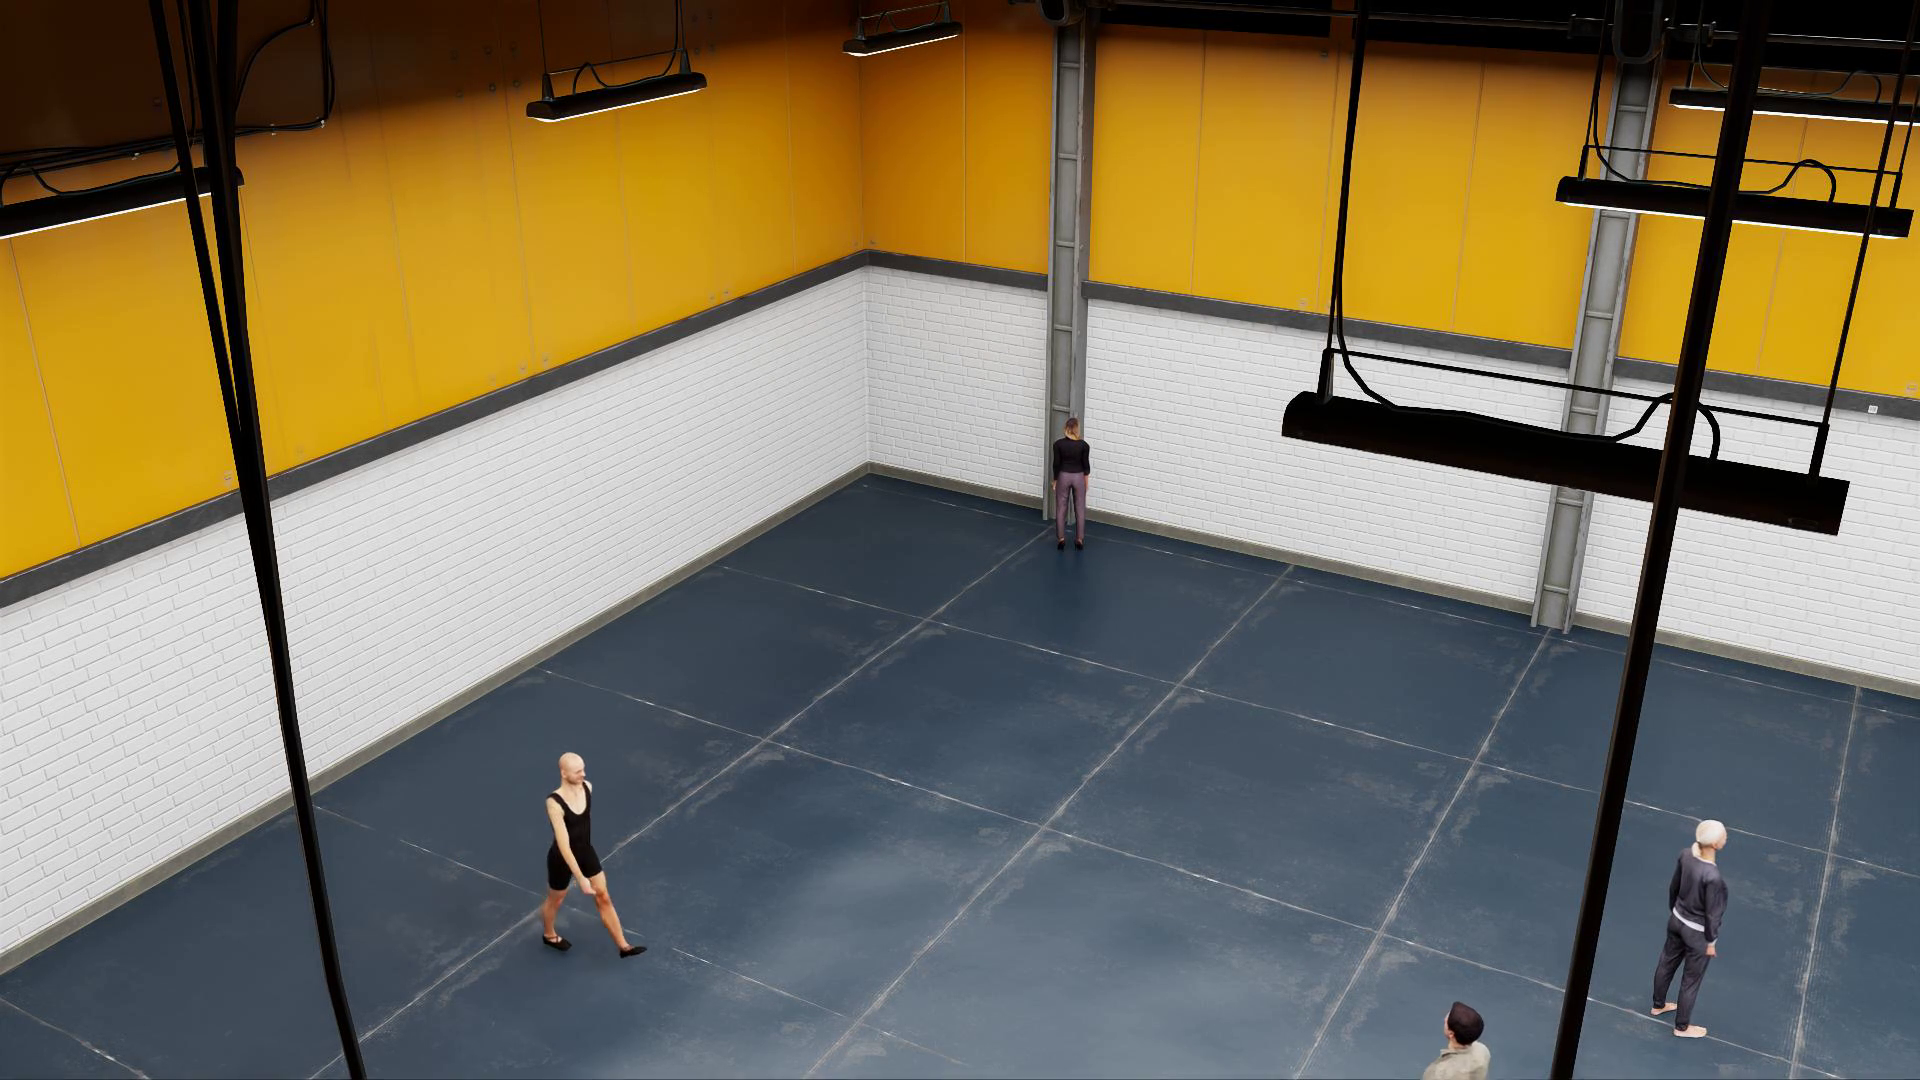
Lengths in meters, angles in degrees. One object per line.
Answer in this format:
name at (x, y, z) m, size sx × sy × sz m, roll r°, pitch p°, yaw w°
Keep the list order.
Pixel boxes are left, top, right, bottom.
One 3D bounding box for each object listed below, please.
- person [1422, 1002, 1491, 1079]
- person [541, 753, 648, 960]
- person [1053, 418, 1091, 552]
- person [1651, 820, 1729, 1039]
person at (2.928, 3.605, 9.799) m, size 0.959 × 1.821 × 1.243 m, roll -19°, pitch 30°, yaw -36°
person at (-3.023, 2.407, 12.610) m, size 1.140 × 1.765 × 0.650 m, roll 13°, pitch 27°, yaw 26°
person at (1.317, -0.655, 19.732) m, size 0.601 × 1.672 × 0.730 m, roll 2°, pitch 24°, yaw 5°
person at (5.237, 2.745, 11.887) m, size 0.734 × 1.726 × 0.671 m, roll -6°, pitch 24°, yaw -14°
